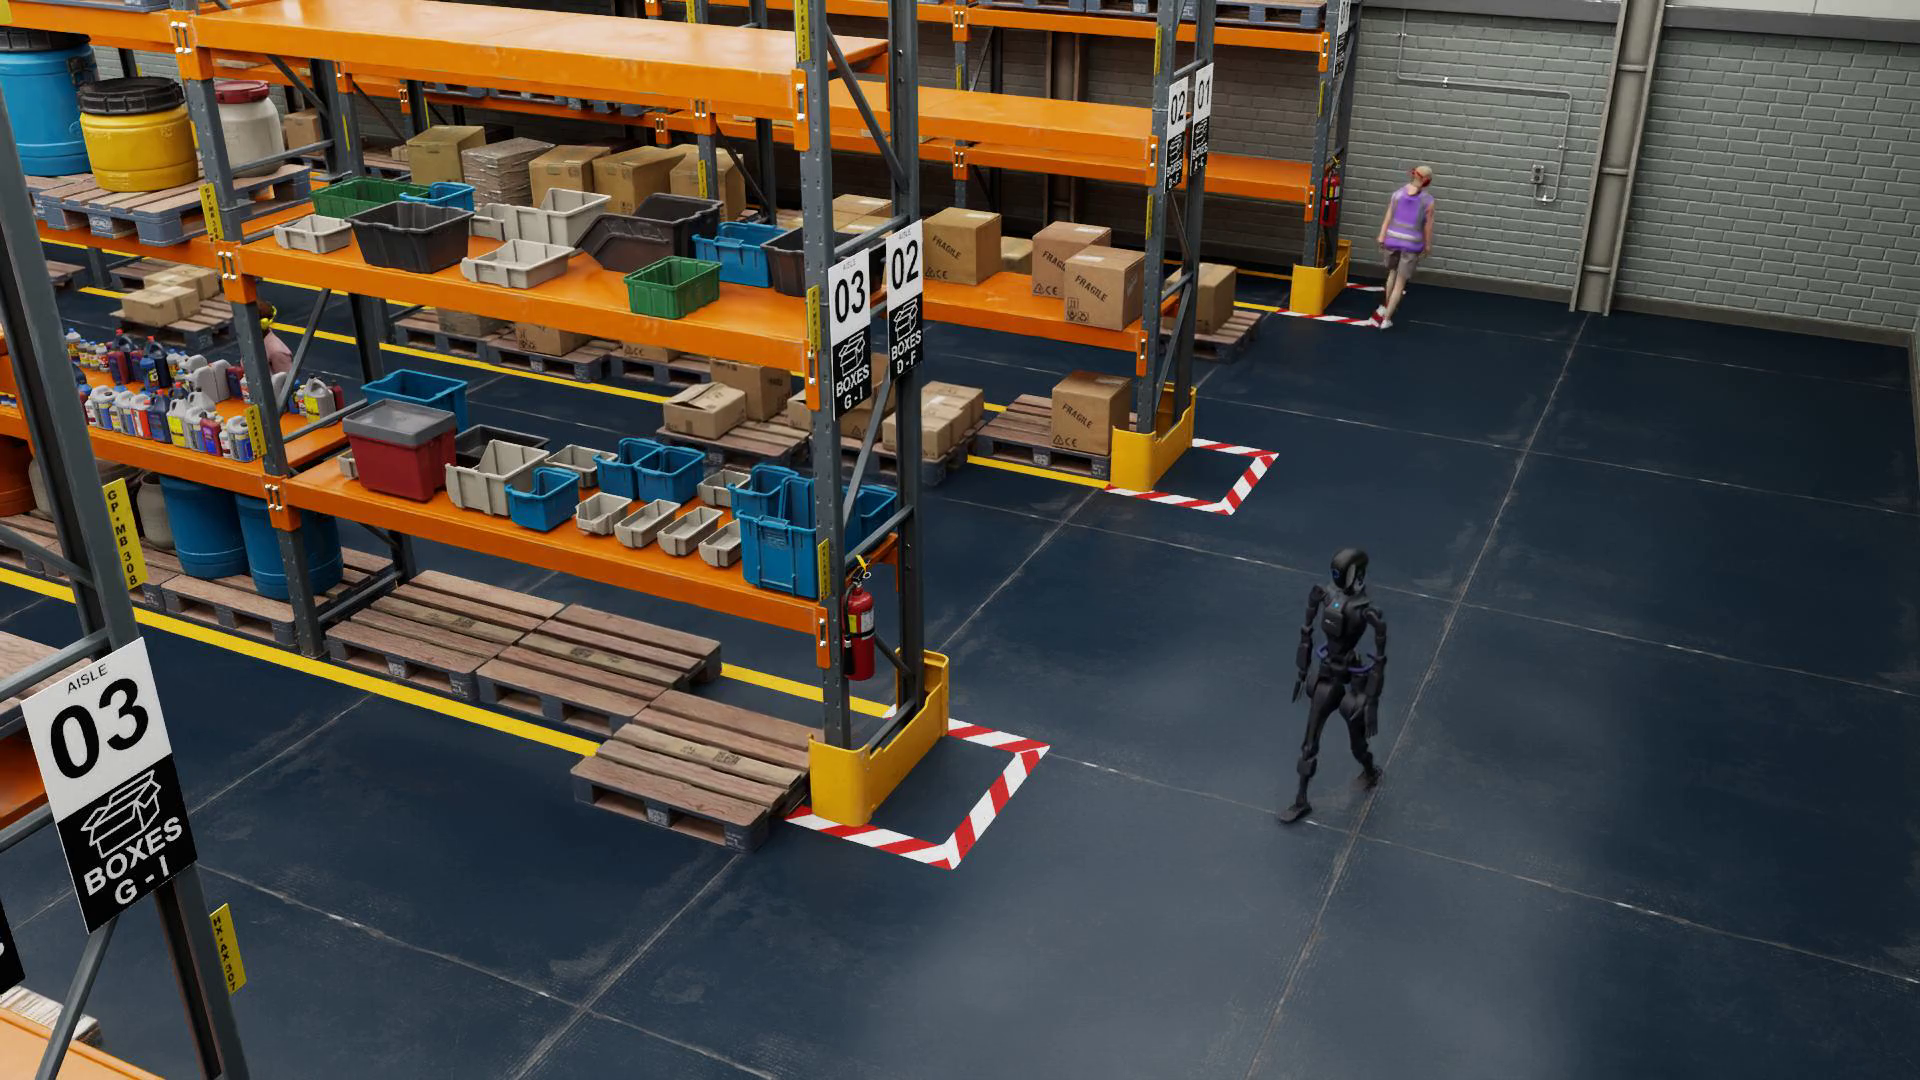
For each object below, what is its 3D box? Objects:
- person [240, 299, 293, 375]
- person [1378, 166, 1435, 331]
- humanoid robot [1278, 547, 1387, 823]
[{"bbox_3d":[-5.143,-0.942,12.484,0.517,1.802,0.331,17,31,30],"label":"person"},{"bbox_3d":[4.507,-2.954,16.715,0.510,1.653,0.735,18,32,33],"label":"person"},{"bbox_3d":[2.132,0.786,9.198,0.787,1.638,0.587,-22,34,-37],"label":"humanoid robot"}]
